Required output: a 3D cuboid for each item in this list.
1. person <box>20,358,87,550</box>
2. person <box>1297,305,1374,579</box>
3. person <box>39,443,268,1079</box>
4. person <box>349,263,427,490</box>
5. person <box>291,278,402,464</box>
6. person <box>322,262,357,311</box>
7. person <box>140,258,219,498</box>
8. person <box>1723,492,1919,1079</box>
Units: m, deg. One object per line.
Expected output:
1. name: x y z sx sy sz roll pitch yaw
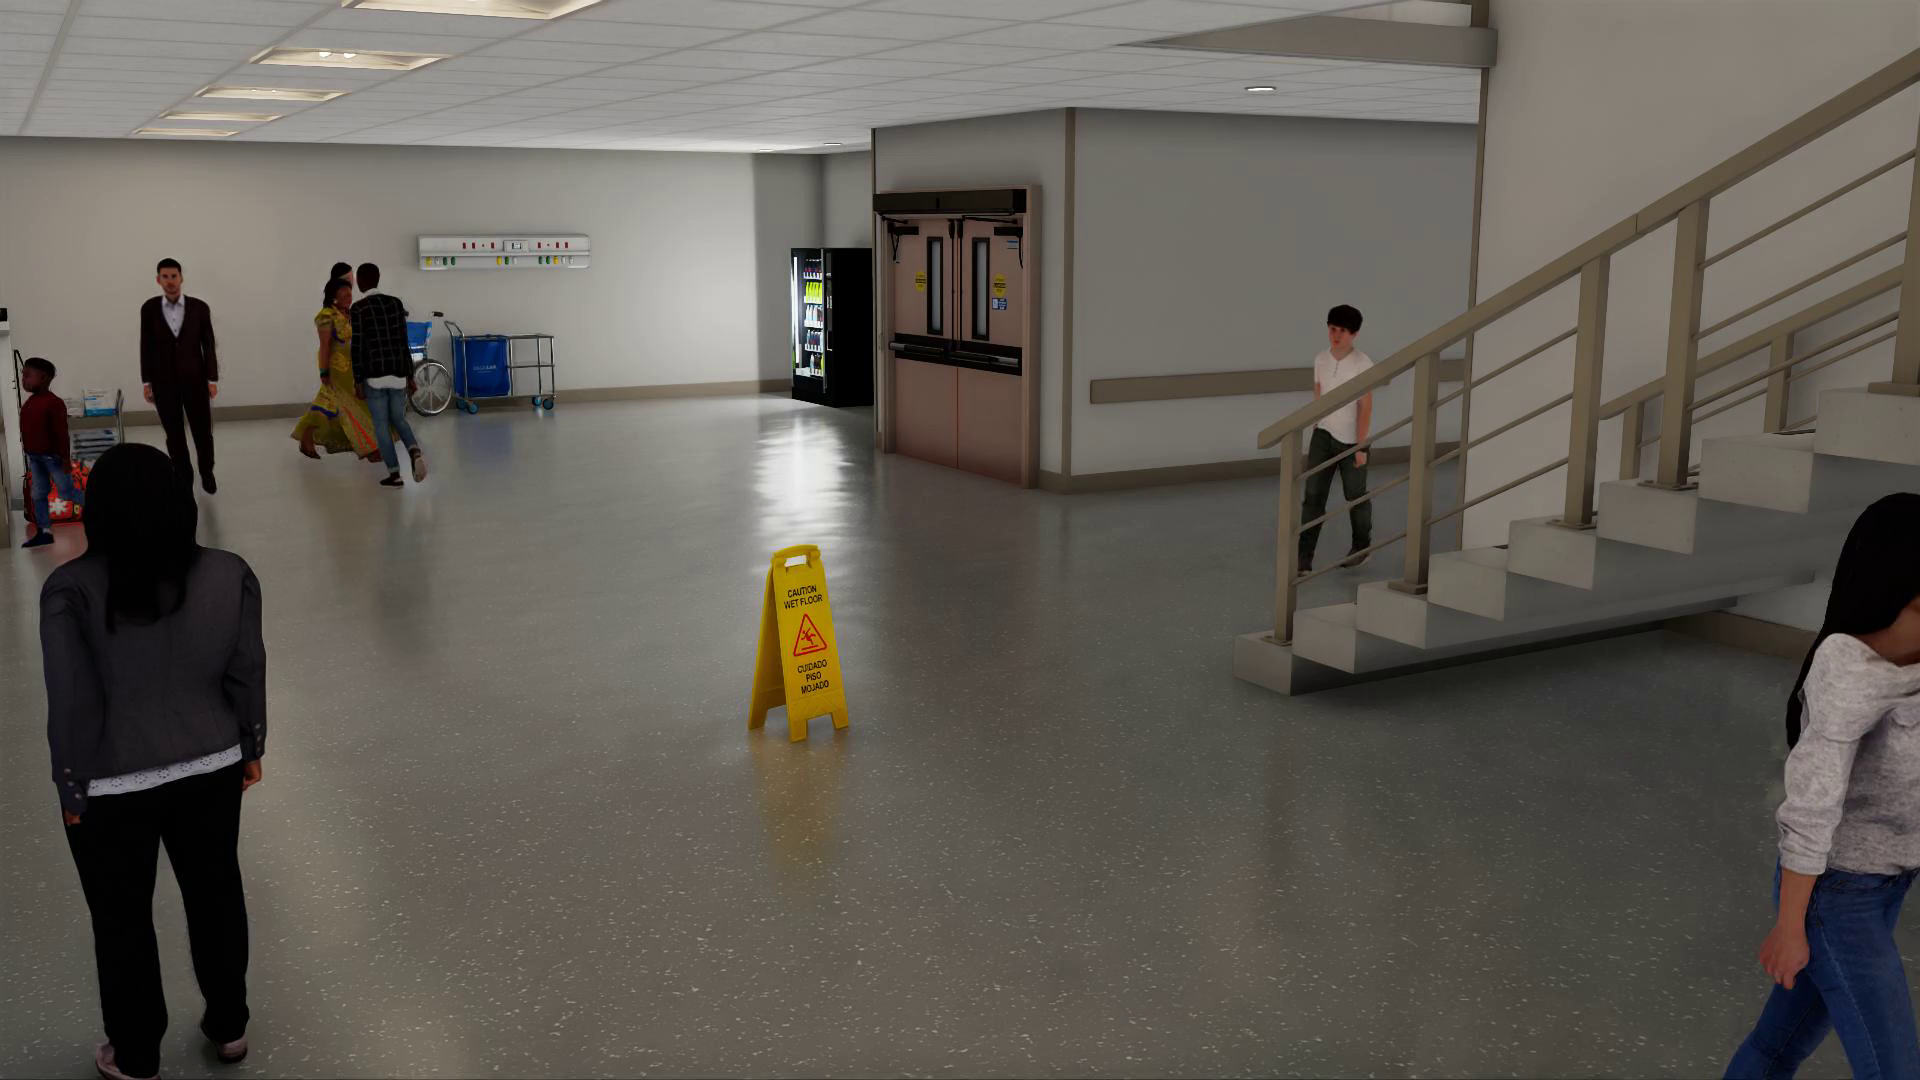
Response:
1. person: -5.968 -0.572 11.000 0.824 1.235 0.836 5 12 23
2. person: 2.324 -0.560 9.945 1.150 1.604 0.924 9 14 39
3. person: -1.982 0.554 4.095 0.748 1.597 0.745 10 15 43
4. person: -4.523 -1.275 13.197 0.925 1.797 0.825 10 15 44
5. person: -5.545 -1.454 14.641 1.294 1.610 1.372 1 11 5
6. person: -5.762 -1.667 15.400 1.007 1.747 0.970 1 11 6
7. person: -5.989 -1.222 12.773 0.766 1.853 0.848 -4 11 -19
8. person: 1.659 0.706 3.290 0.753 1.599 1.008 -10 14 -42
